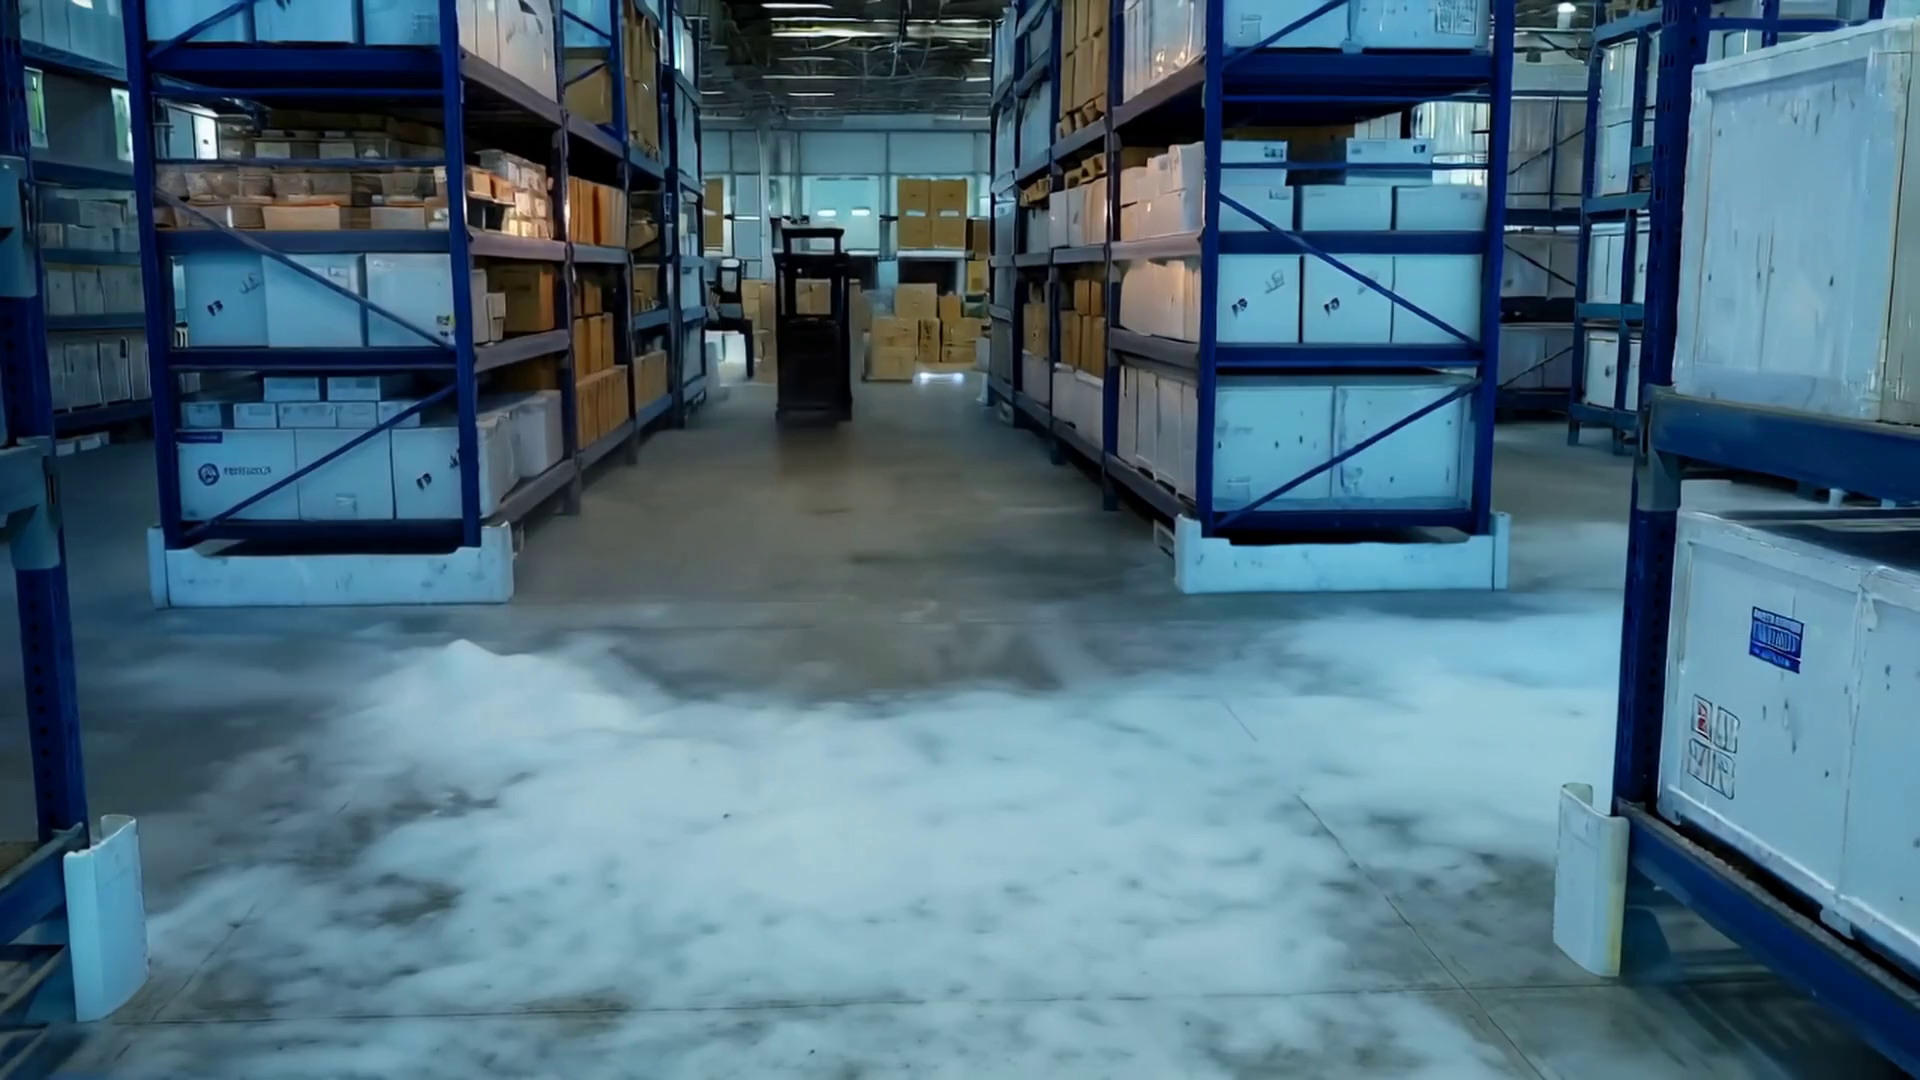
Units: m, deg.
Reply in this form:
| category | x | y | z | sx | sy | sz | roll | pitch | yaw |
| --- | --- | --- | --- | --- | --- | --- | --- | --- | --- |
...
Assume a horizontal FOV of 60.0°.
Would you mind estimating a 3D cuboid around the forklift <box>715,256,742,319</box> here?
| category | x | y | z | sx | sy | sz | roll | pitch | yaw |
| --- | --- | --- | --- | --- | --- | --- | --- | --- | --- |
| forklift | -8.574 | -9.187 | 62.019 | 1.129 | 2.768 | 1.873 | -1 | 9 | -4 |

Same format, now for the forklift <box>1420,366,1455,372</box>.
| category | x | y | z | sx | sy | sz | roll | pitch | yaw |
| --- | --- | --- | --- | --- | --- | --- | --- | --- | --- |
| forklift | 5.160 | -2.371 | 19.218 | 1.129 | 2.768 | 1.873 | 2 | 9 | 13 |

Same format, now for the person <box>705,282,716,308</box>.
| category | x | y | z | sx | sy | sz | roll | pitch | yaw |
| --- | --- | --- | --- | --- | --- | --- | --- | --- | --- |
| person | -7.979 | -7.172 | 52.408 | 0.724 | 1.914 | 0.546 | -5 | 10 | -27 |

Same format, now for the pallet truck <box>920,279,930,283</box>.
| category | x | y | z | sx | sy | sz | roll | pitch | yaw |
| --- | --- | --- | --- | --- | --- | --- | --- | --- | --- |
| pallet truck | -0.932 | -8.922 | 63.114 | 1.885 | 1.965 | 0.823 | 2 | 9 | 13 |

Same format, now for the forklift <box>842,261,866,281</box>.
| category | x | y | z | sx | sy | sz | roll | pitch | yaw |
| --- | --- | --- | --- | --- | --- | --- | --- | --- | --- |
| forklift | -3.693 | -8.485 | 57.608 | 1.129 | 2.768 | 1.873 | -6 | 11 | -32 |

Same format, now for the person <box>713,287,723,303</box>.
| category | x | y | z | sx | sy | sz | roll | pitch | yaw |
| --- | --- | --- | --- | --- | --- | --- | --- | --- | --- |
| person | -9.106 | -8.607 | 62.065 | 0.538 | 1.698 | 0.319 | 1 | 9 | 8 |

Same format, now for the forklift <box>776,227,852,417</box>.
| category | x | y | z | sx | sy | sz | roll | pitch | yaw |
| --- | --- | --- | --- | --- | --- | --- | --- | --- | --- |
| forklift | -2.210 | -3.306 | 25.087 | 1.129 | 2.768 | 1.873 | -1 | 9 | -4 |
